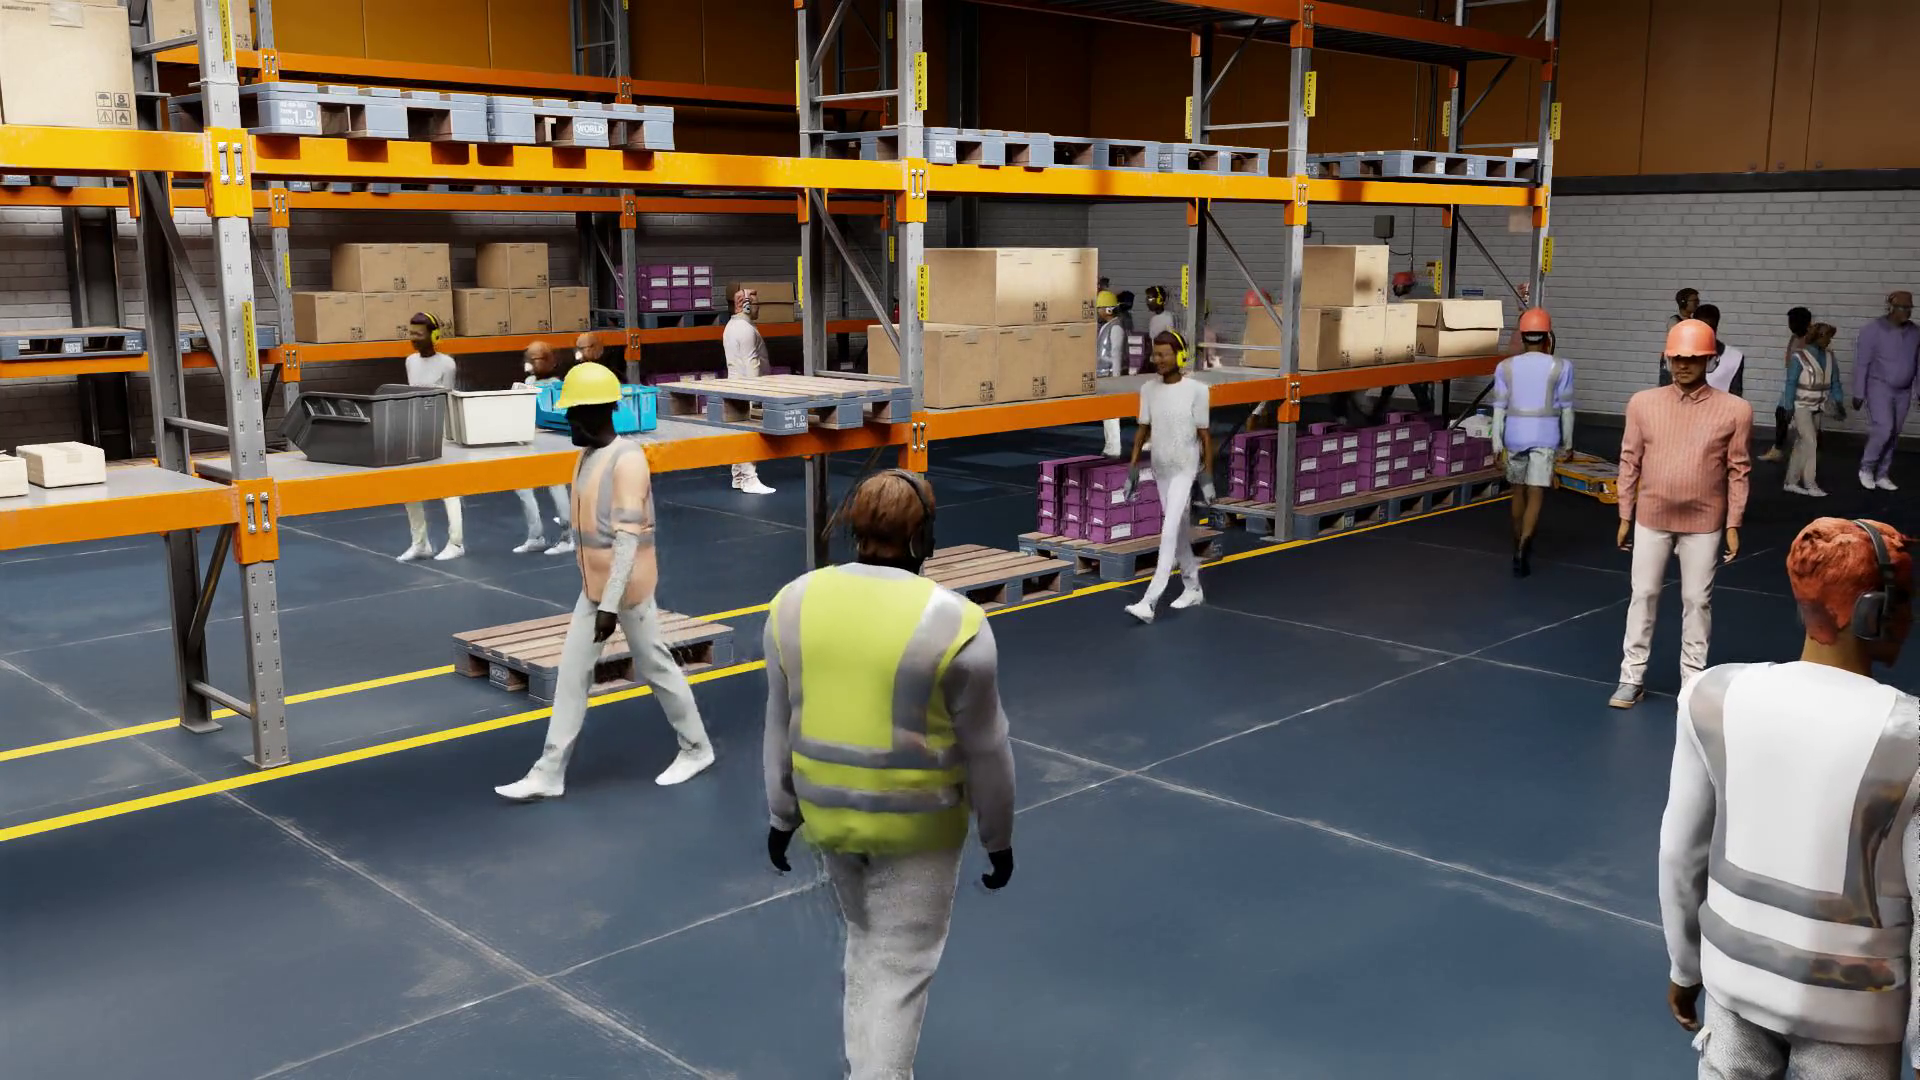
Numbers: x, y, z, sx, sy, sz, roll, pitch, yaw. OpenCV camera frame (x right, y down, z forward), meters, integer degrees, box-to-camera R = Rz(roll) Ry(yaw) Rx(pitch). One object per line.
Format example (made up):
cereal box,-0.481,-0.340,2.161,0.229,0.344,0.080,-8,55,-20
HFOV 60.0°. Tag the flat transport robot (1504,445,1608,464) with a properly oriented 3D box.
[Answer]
flat transport robot,5.927,-0.797,16.818,0.652,0.197,1.431,-1,10,-6

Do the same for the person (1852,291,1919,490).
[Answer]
person,8.793,-1.397,15.689,0.644,1.890,0.436,-2,11,-13

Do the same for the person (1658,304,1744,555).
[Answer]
person,5.547,-0.828,12.540,0.592,1.898,0.453,5,12,27

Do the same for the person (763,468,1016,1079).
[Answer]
person,-0.144,0.715,4.327,0.661,1.824,0.595,5,12,27

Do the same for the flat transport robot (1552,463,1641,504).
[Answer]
flat transport robot,5.986,-0.540,15.419,0.652,0.197,1.431,-1,10,-7

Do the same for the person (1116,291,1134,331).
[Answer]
person,2.169,-2.610,22.943,0.820,1.651,0.545,5,12,27

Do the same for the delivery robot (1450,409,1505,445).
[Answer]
delivery robot,5.558,-1.159,17.765,0.477,0.478,0.707,-4,11,-21

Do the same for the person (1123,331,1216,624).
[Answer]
person,1.295,-0.401,10.461,0.545,1.813,1.003,10,14,42

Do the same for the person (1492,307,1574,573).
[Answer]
person,4.114,-0.726,12.012,0.546,1.901,0.959,6,12,31

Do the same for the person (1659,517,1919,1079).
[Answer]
person,1.637,0.889,3.229,0.358,1.881,0.574,-8,13,-36

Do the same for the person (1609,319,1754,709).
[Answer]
person,3.606,-0.105,8.341,0.612,1.994,0.395,6,12,31

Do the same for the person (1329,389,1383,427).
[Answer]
person,4.399,-2.013,18.619,0.721,2.000,0.688,-9,13,-39

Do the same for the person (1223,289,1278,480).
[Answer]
person,3.042,-1.567,16.632,1.000,1.891,0.543,-6,12,-31

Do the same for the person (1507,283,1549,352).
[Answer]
person,5.959,-1.744,17.533,0.399,1.905,0.643,2,11,10

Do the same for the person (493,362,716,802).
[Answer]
person,-1.493,0.183,7.098,0.987,1.877,0.608,-8,13,-37

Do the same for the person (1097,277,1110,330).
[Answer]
person,1.916,-2.882,24.004,0.824,1.818,0.571,4,11,18

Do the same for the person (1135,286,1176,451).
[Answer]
person,2.210,-1.924,18.699,0.745,1.832,0.532,-2,11,-10

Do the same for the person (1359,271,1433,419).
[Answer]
person,5.707,-2.480,21.440,1.047,1.946,0.632,7,13,35

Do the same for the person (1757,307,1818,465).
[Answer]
person,8.717,-1.597,17.384,0.681,1.654,0.563,0,10,1

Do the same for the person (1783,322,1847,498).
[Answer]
person,7.901,-1.184,15.293,0.506,1.608,0.730,-5,11,-24

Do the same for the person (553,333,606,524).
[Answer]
person,-3.131,-0.914,13.849,0.789,1.599,0.504,-6,12,-31

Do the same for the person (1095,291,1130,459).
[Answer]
person,1.580,-1.719,17.616,0.403,1.823,0.610,-1,10,-7

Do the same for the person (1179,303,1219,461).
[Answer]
person,2.438,-1.658,17.498,0.702,1.740,0.536,-6,12,-29

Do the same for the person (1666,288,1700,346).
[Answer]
person,7.751,-1.778,17.875,0.346,1.846,0.505,10,15,44

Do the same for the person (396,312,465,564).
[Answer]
person,-3.925,-0.733,12.184,0.560,1.846,0.688,5,12,27

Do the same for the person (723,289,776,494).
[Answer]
person,-1.976,-1.388,15.580,0.410,1.909,0.643,-5,11,-25

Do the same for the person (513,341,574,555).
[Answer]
person,-3.169,-0.675,12.472,0.563,1.614,0.533,-10,14,-43
